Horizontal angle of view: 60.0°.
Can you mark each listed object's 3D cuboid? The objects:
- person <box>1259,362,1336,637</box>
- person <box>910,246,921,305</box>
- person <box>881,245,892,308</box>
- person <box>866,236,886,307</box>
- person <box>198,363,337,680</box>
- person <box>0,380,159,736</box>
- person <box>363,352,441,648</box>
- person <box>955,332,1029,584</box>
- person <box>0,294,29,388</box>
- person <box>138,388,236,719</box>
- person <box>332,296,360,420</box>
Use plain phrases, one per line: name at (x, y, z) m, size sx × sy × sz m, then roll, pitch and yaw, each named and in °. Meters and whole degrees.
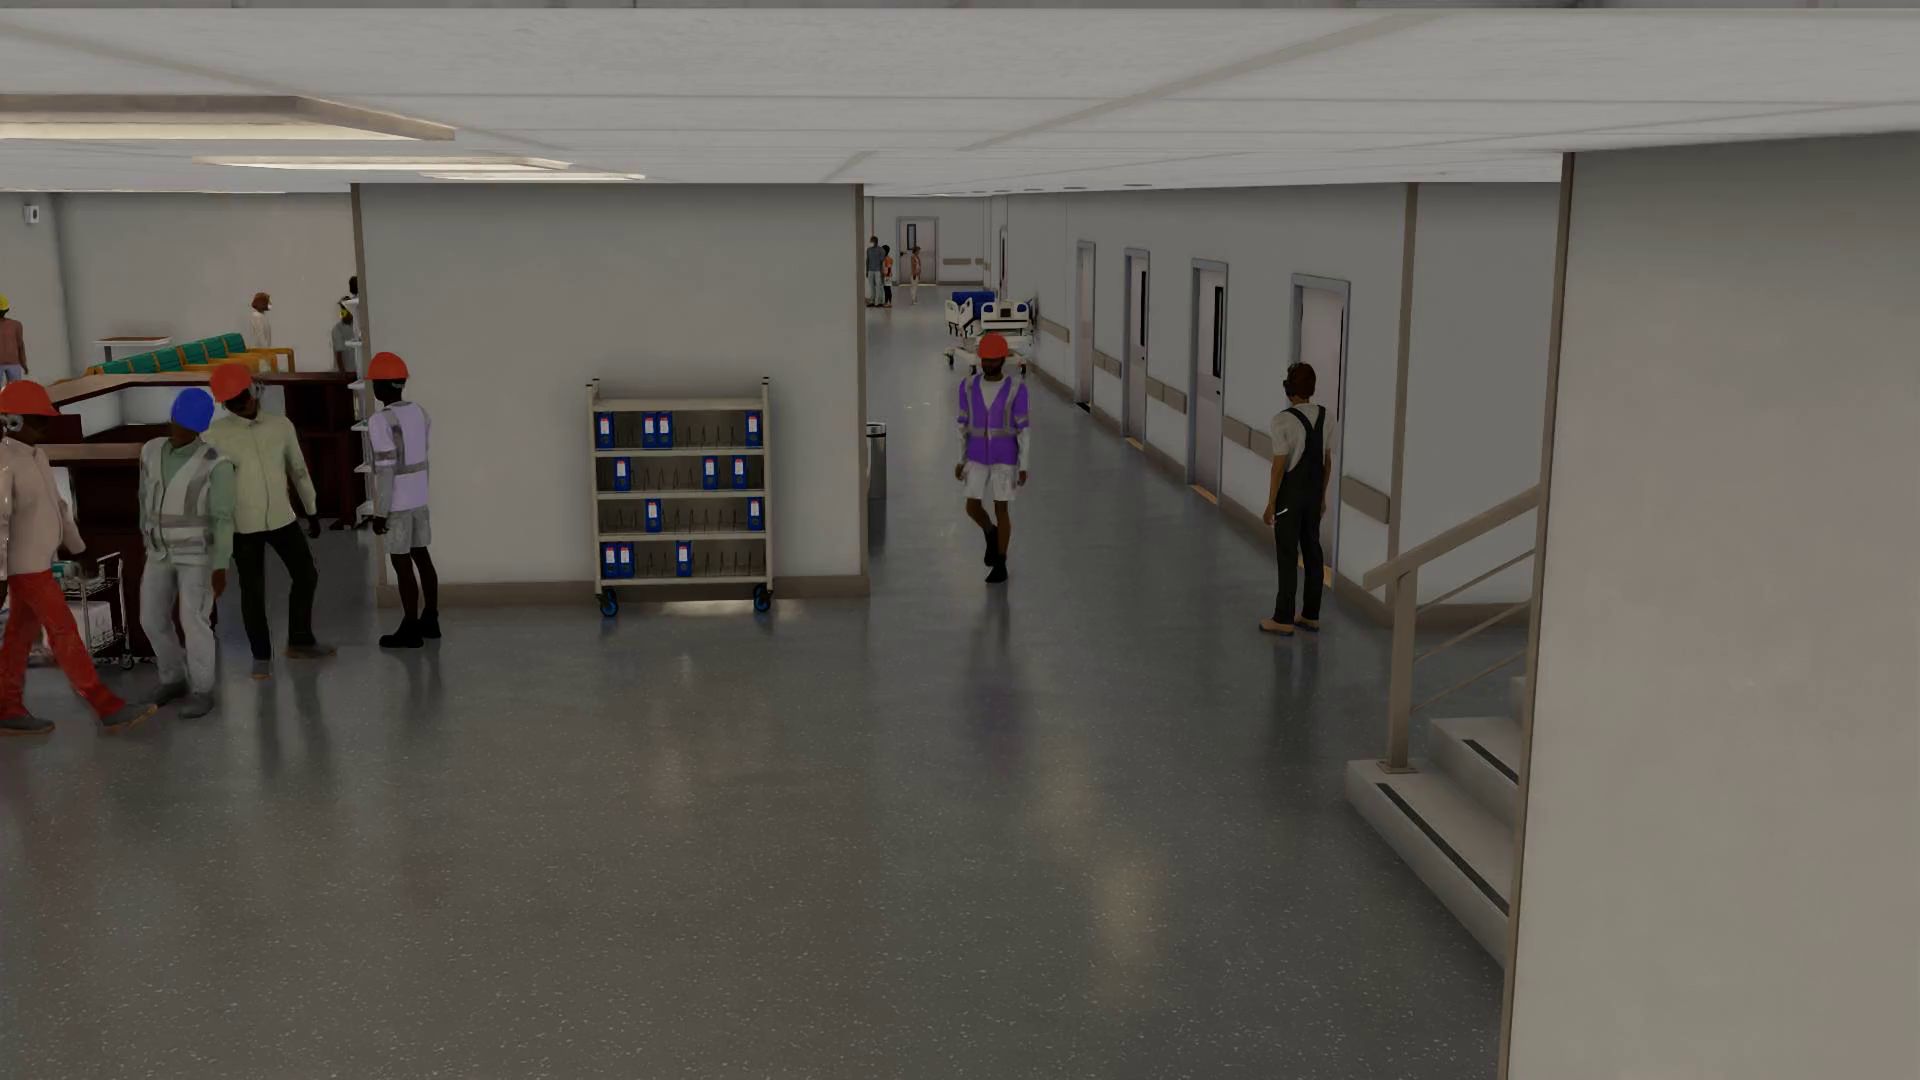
person at (2.259, -0.272, 11.167) m, size 0.508 × 1.846 × 0.345 m, roll -6°, pitch 13°, yaw -29°
person at (-1.242, -7.377, 46.398) m, size 0.308 × 1.640 × 0.511 m, roll 2°, pitch 12°, yaw 10°
person at (-2.016, -7.187, 45.328) m, size 0.318 × 1.697 × 0.535 m, roll -5°, pitch 12°, yaw -21°
person at (-2.306, -7.309, 45.331) m, size 0.635 × 1.936 × 0.352 m, roll 8°, pitch 14°, yaw 34°
person at (-4.262, -0.119, 10.230) m, size 0.402 × 1.957 × 0.764 m, roll 10°, pitch 15°, yaw 39°
person at (-4.877, 0.114, 8.986) m, size 0.911 × 1.954 × 0.626 m, roll -3°, pitch 12°, yaw -13°
person at (-3.673, -0.258, 10.875) m, size 0.379 × 1.937 × 0.548 m, roll 3°, pitch 12°, yaw 16°
person at (0.251, -0.634, 12.730) m, size 0.586 × 1.927 × 0.539 m, roll 4°, pitch 12°, yaw 17°
person at (-11.866, -2.170, 20.665) m, size 0.328 × 1.760 × 0.524 m, roll 10°, pitch 15°, yaw 40°
person at (-4.356, 0.081, 9.343) m, size 0.711 × 1.885 × 0.378 m, roll 4°, pitch 12°, yaw 18°
person at (-6.950, -1.874, 19.016) m, size 0.437 × 1.836 × 0.562 m, roll 3°, pitch 12°, yaw 13°
